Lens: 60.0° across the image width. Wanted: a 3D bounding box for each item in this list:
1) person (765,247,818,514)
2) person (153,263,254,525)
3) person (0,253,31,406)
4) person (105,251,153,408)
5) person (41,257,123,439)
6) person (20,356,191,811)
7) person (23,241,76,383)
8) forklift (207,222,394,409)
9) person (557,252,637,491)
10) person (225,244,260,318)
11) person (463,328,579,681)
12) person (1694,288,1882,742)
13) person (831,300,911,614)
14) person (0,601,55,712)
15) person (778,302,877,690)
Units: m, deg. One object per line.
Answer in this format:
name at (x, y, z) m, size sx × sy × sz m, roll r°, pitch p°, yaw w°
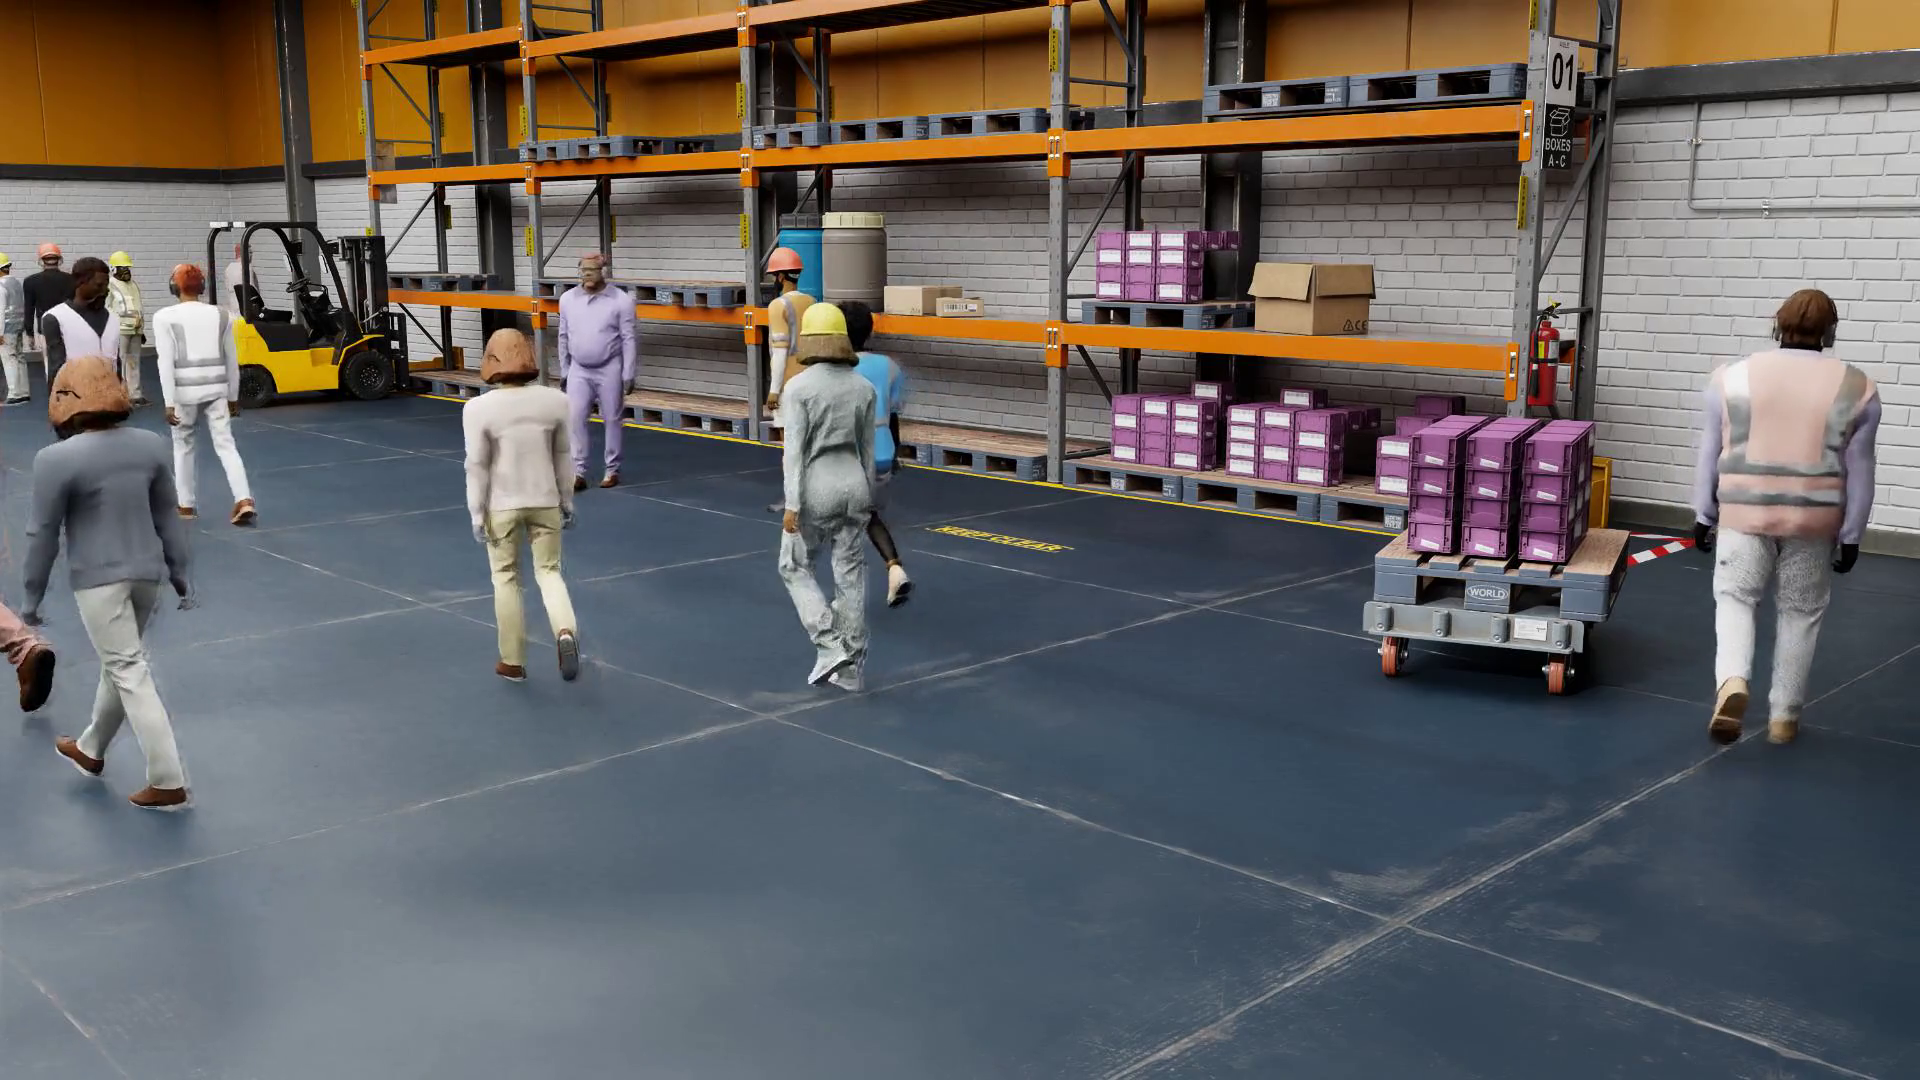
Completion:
person at (-1.245, -1.156, 12.136) m, size 0.377 × 1.932 × 0.552 m, roll 6°, pitch 12°, yaw 28°
person at (-5.294, -1.018, 11.671) m, size 0.969 × 1.843 × 0.589 m, roll 9°, pitch 14°, yaw 40°
person at (-11.374, -2.514, 19.849) m, size 0.403 × 1.826 × 0.591 m, roll -2°, pitch 11°, yaw -10°
person at (-9.795, -2.463, 19.539) m, size 0.404 × 1.831 × 0.601 m, roll 2°, pitch 11°, yaw 12°
person at (-5.661, -0.869, 10.707) m, size 0.631 × 1.893 × 0.609 m, roll 4°, pitch 11°, yaw 19°
person at (-3.080, 0.151, 5.909) m, size 0.817 × 1.589 × 0.526 m, roll 5°, pitch 11°, yaw 24°
person at (-9.947, -2.300, 18.328) m, size 0.616 × 1.963 × 0.829 m, roll -6°, pitch 12°, yaw -29°
forklift at (-8.169, -2.758, 20.163) m, size 2.313 × 2.155 × 1.214 m, roll -10°, pitch 14°, yaw -44°
person at (-2.904, -1.316, 13.135) m, size 0.673 × 1.881 × 0.785 m, roll 1°, pitch 10°, yaw 6°
person at (-10.411, -3.368, 24.283) m, size 0.652 × 1.904 × 0.403 m, roll 9°, pitch 13°, yaw 39°
person at (-1.939, -0.135, 7.432) m, size 0.514 × 1.616 × 0.584 m, roll -6°, pitch 12°, yaw -32°
person at (3.203, -0.064, 6.496) m, size 0.637 × 1.821 × 0.638 m, roll 5°, pitch 12°, yaw 27°
person at (-0.518, -0.415, 8.736) m, size 0.537 × 1.686 × 0.421 m, roll -9°, pitch 14°, yaw -40°
person at (-4.243, -0.155, 6.851) m, size 0.792 × 1.884 × 0.653 m, roll 3°, pitch 11°, yaw 14°
person at (-0.587, -0.184, 7.389) m, size 0.513 × 1.724 × 0.397 m, roll -8°, pitch 13°, yaw -37°
